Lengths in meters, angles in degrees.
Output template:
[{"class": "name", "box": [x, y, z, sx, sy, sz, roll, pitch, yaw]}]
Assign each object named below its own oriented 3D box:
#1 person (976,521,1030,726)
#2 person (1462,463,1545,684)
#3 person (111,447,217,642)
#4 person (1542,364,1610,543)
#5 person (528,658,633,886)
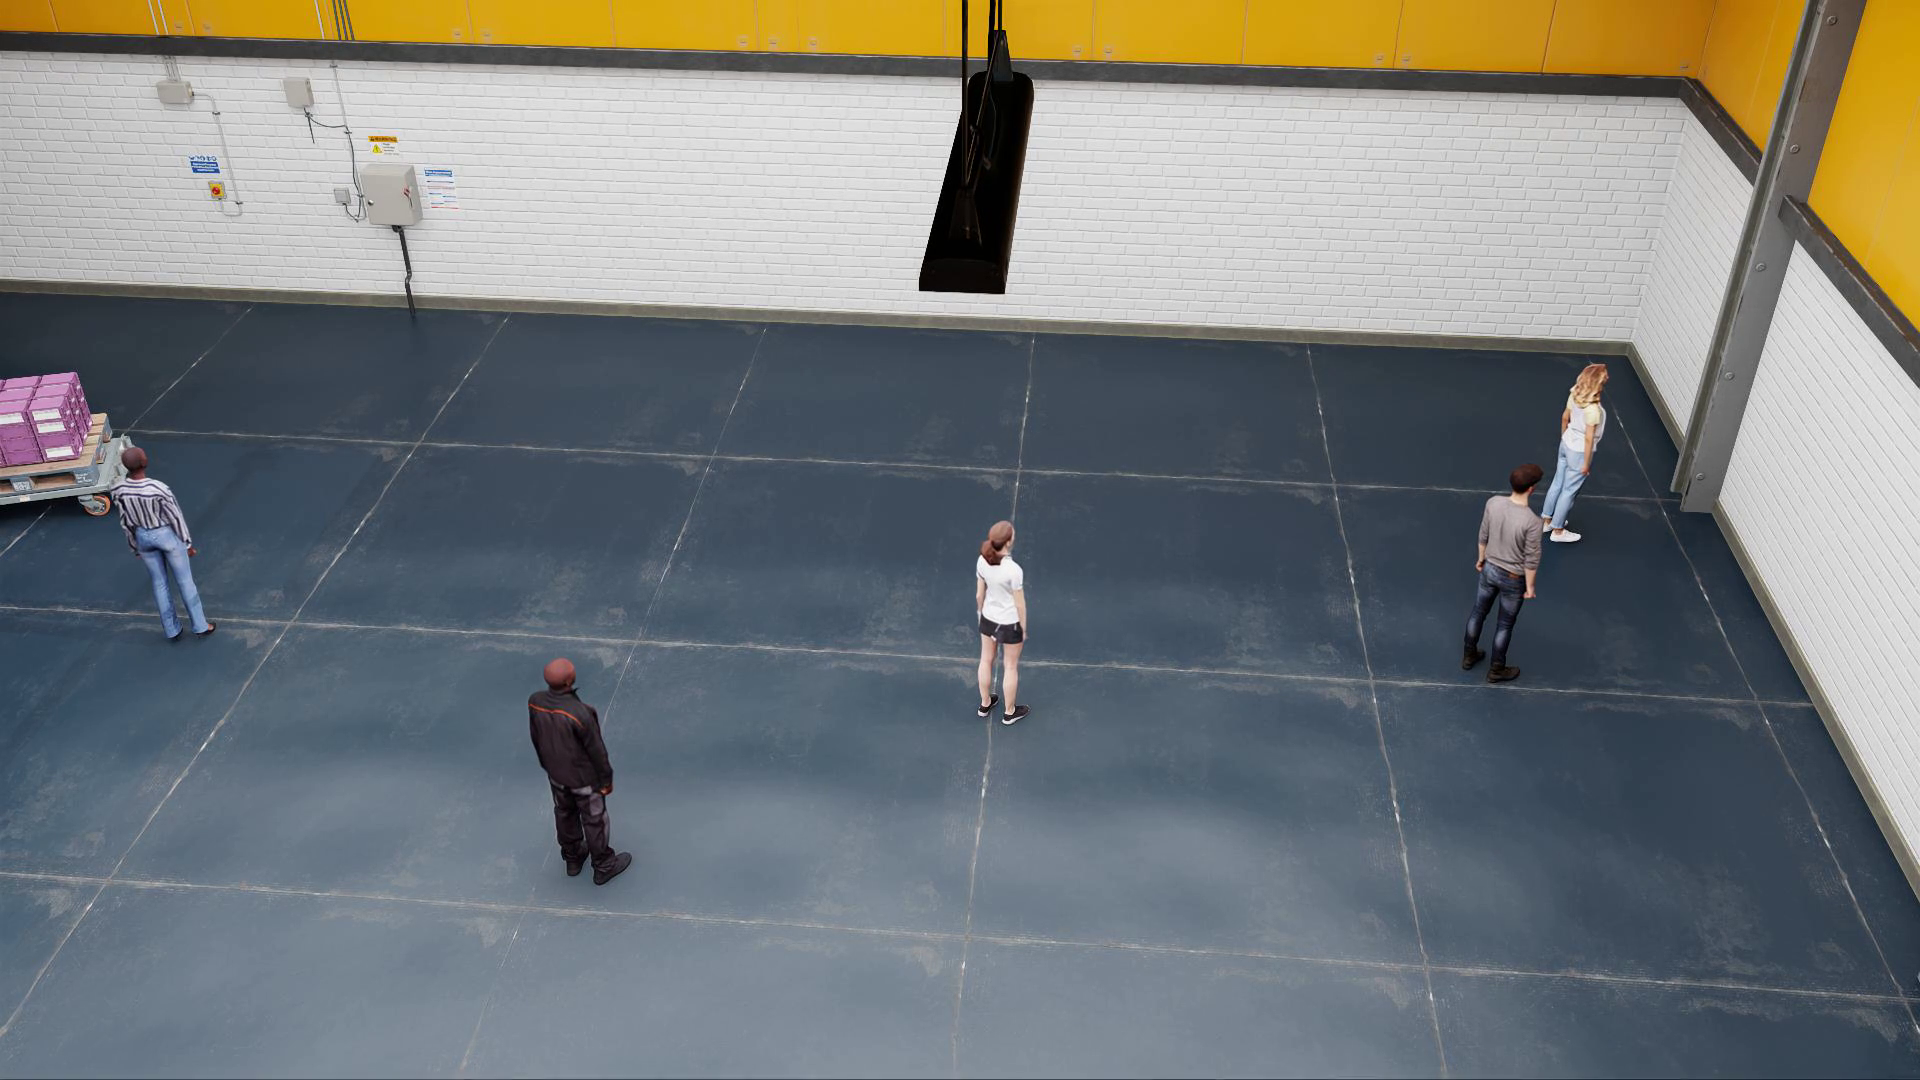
[{"class": "person", "box": [0.308, 0.617, 12.501, 0.661, 1.752, 0.690, 19, 38, 26]}, {"class": "person", "box": [4.222, 0.255, 12.908, 0.825, 1.904, 0.760, -24, 40, -31]}, {"class": "person", "box": [-6.402, 0.043, 13.325, 0.658, 1.795, 0.571, -2, 34, -2]}, {"class": "person", "box": [5.415, -0.779, 14.629, 0.739, 1.722, 0.562, -5, 34, -8]}, {"class": "person", "box": [-2.574, 1.525, 11.070, 0.775, 1.825, 0.718, 13, 36, 18]}]
